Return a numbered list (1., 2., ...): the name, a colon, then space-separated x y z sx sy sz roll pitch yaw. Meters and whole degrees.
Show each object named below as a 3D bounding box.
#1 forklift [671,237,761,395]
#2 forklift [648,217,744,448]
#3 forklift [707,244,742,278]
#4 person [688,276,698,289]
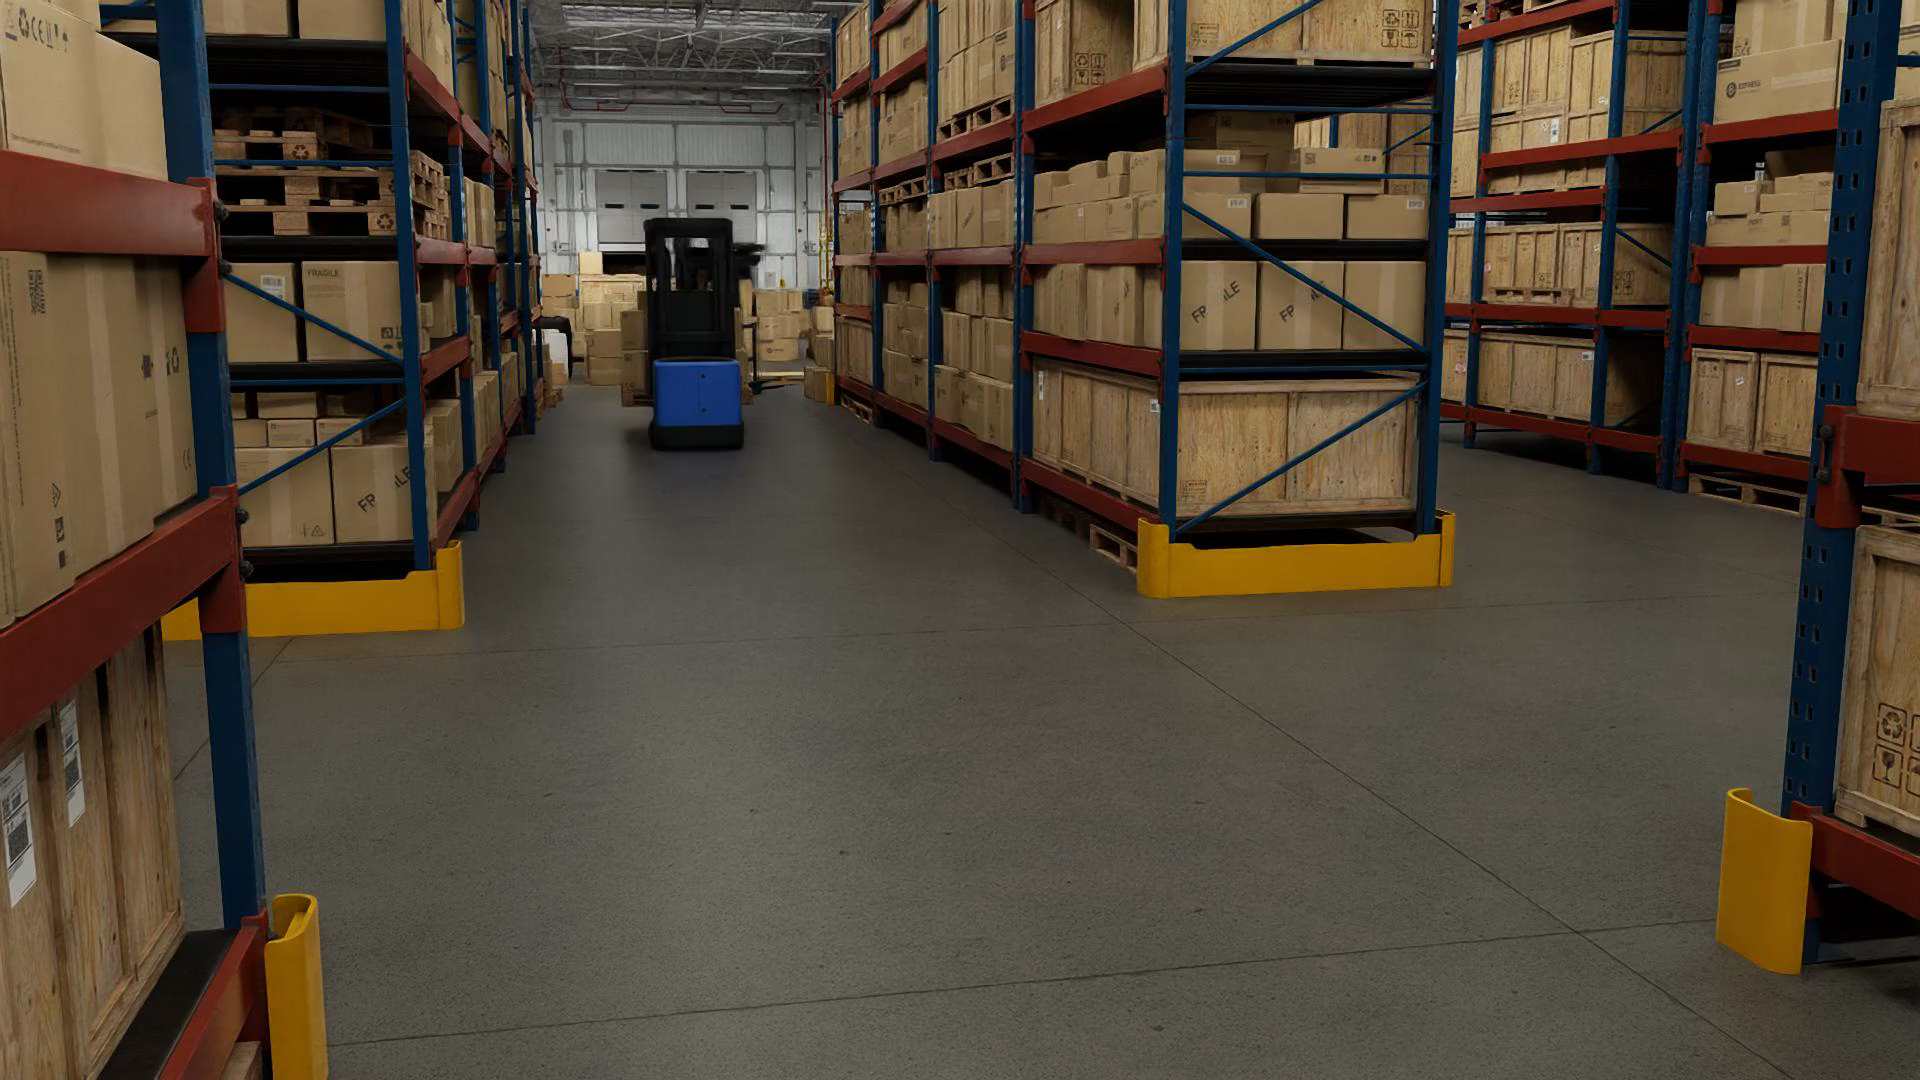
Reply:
1. forklift: -4.360 -3.784 27.888 1.129 2.768 1.873 5 11 29
2. forklift: -3.325 -2.606 20.710 1.129 2.768 1.873 -2 10 -12
3. forklift: -6.214 -6.448 44.126 1.873 2.768 1.129 9 13 44
4. person: -8.142 -7.023 50.495 0.372 1.940 0.630 -8 12 -40
